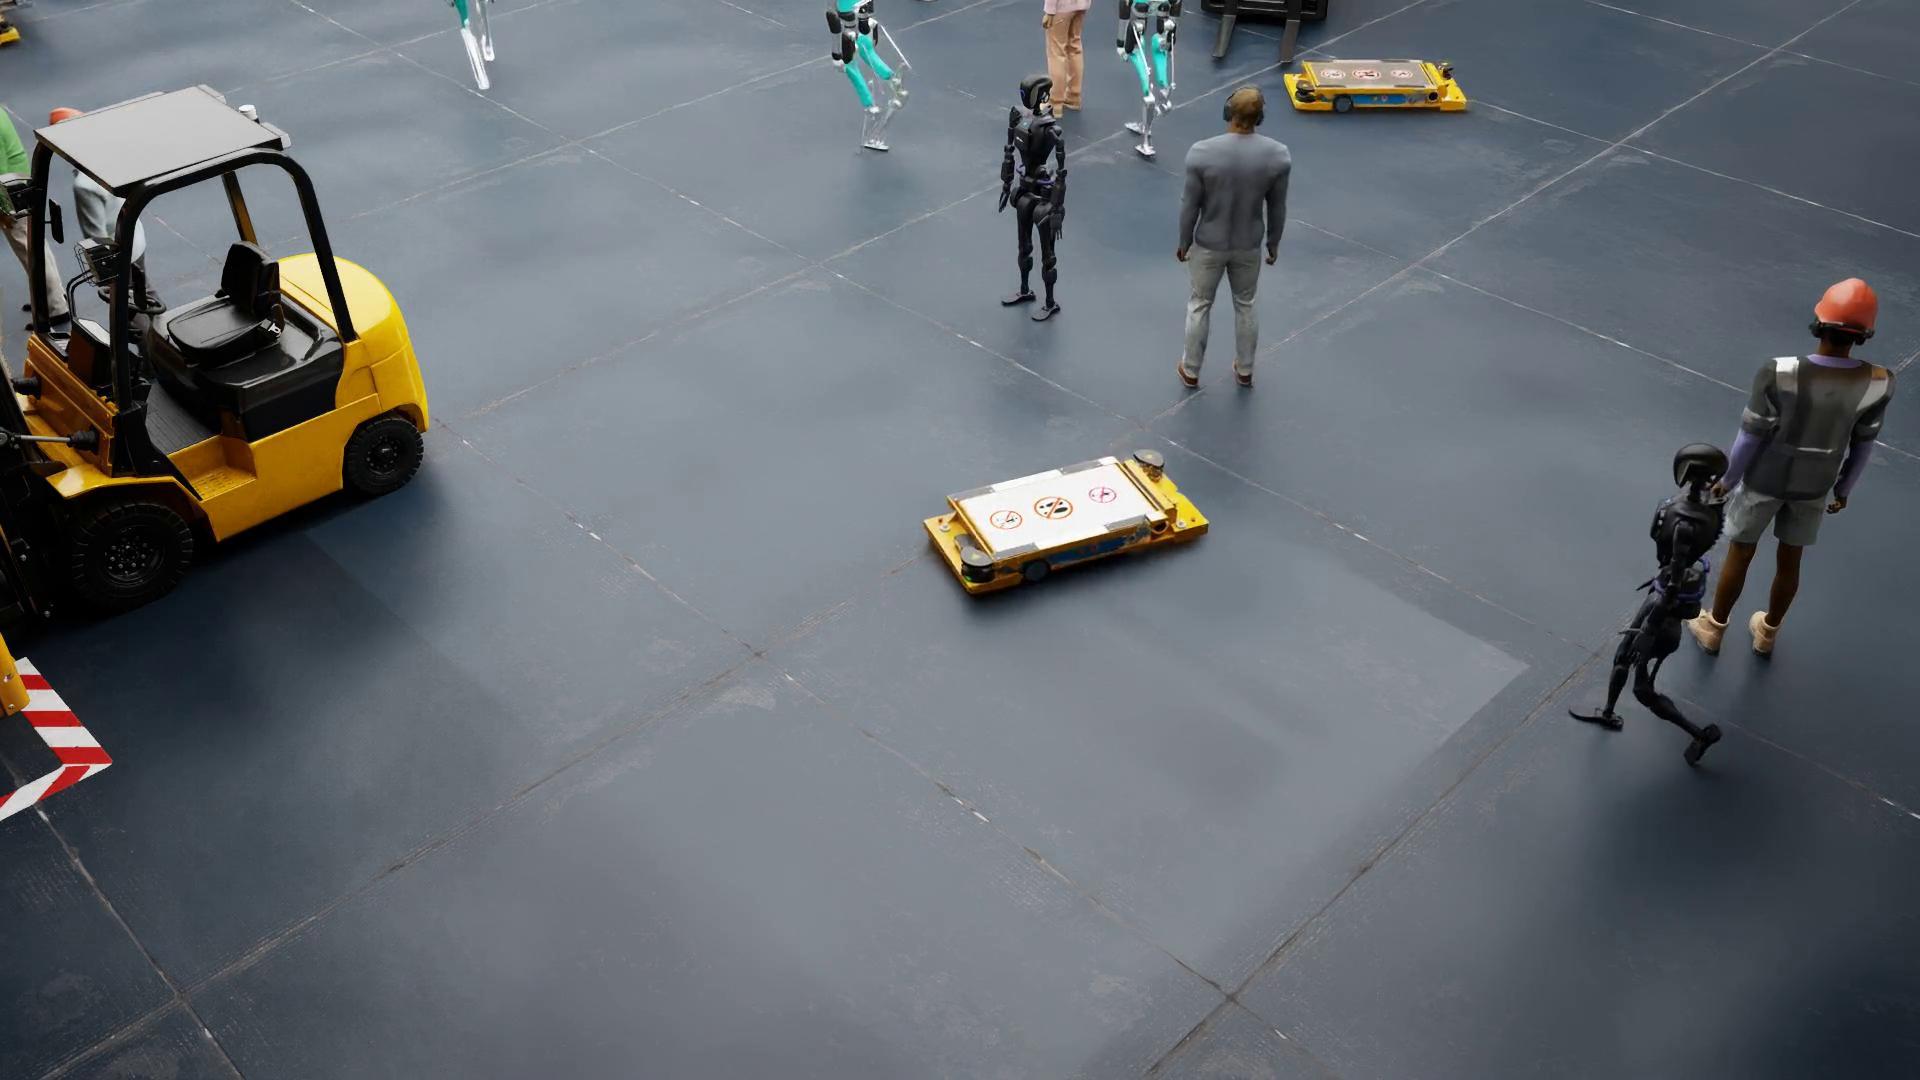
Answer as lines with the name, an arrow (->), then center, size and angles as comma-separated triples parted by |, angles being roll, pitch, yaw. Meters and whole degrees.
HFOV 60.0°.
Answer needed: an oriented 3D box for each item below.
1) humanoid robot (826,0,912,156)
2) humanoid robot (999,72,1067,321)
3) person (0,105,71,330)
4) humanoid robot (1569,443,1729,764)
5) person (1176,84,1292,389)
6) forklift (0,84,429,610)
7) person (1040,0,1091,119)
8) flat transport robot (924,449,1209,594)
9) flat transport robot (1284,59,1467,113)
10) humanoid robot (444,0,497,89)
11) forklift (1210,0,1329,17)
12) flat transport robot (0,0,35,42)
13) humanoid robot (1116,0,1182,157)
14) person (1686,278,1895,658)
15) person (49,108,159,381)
humanoid robot -> -0.697, -3.769, 12.879 | 0.685, 1.866, 0.559 | 20, 41, 25
humanoid robot -> 0.493, -2.227, 10.789 | 0.315, 1.657, 0.599 | -25, 44, -30
person -> -6.149, -2.231, 10.725 | 0.385, 1.776, 0.546 | -17, 40, -22
humanoid robot -> 3.241, 0.283, 7.461 | 0.658, 1.634, 0.616 | 16, 40, 20
person -> 1.623, -1.790, 10.025 | 0.642, 1.919, 0.394 | -3, 37, -4
forklift -> -4.145, -1.093, 8.856 | 2.313, 2.155, 1.214 | -31, 47, -34
person -> 0.886, -4.335, 13.542 | 0.408, 1.773, 0.542 | 25, 43, 29
flat transport robot -> 0.583, -0.111, 9.145 | 1.431, 0.231, 0.659 | -14, 39, -18
flat transport robot -> 3.531, -3.869, 14.176 | 1.431, 0.231, 0.659 | 0, 37, 0
humanoid robot -> -4.242, -4.868, 14.317 | 0.530, 1.778, 0.999 | -10, 38, -14
forklift -> 3.106, -6.400, 15.960 | 1.214, 2.155, 2.313 | 8, 37, 10
flat transport robot -> -9.358, -4.882, 15.531 | 0.659, 0.231, 1.431 | -26, 44, -30
humanoid robot -> 1.560, -3.825, 12.916 | 0.584, 1.779, 0.890 | -13, 39, -17
person -> 3.945, -0.312, 7.935 | 0.615, 2.041, 0.376 | 5, 37, 6
person -> -5.187, -1.802, 10.181 | 0.351, 1.739, 0.572 | -4, 37, -5
